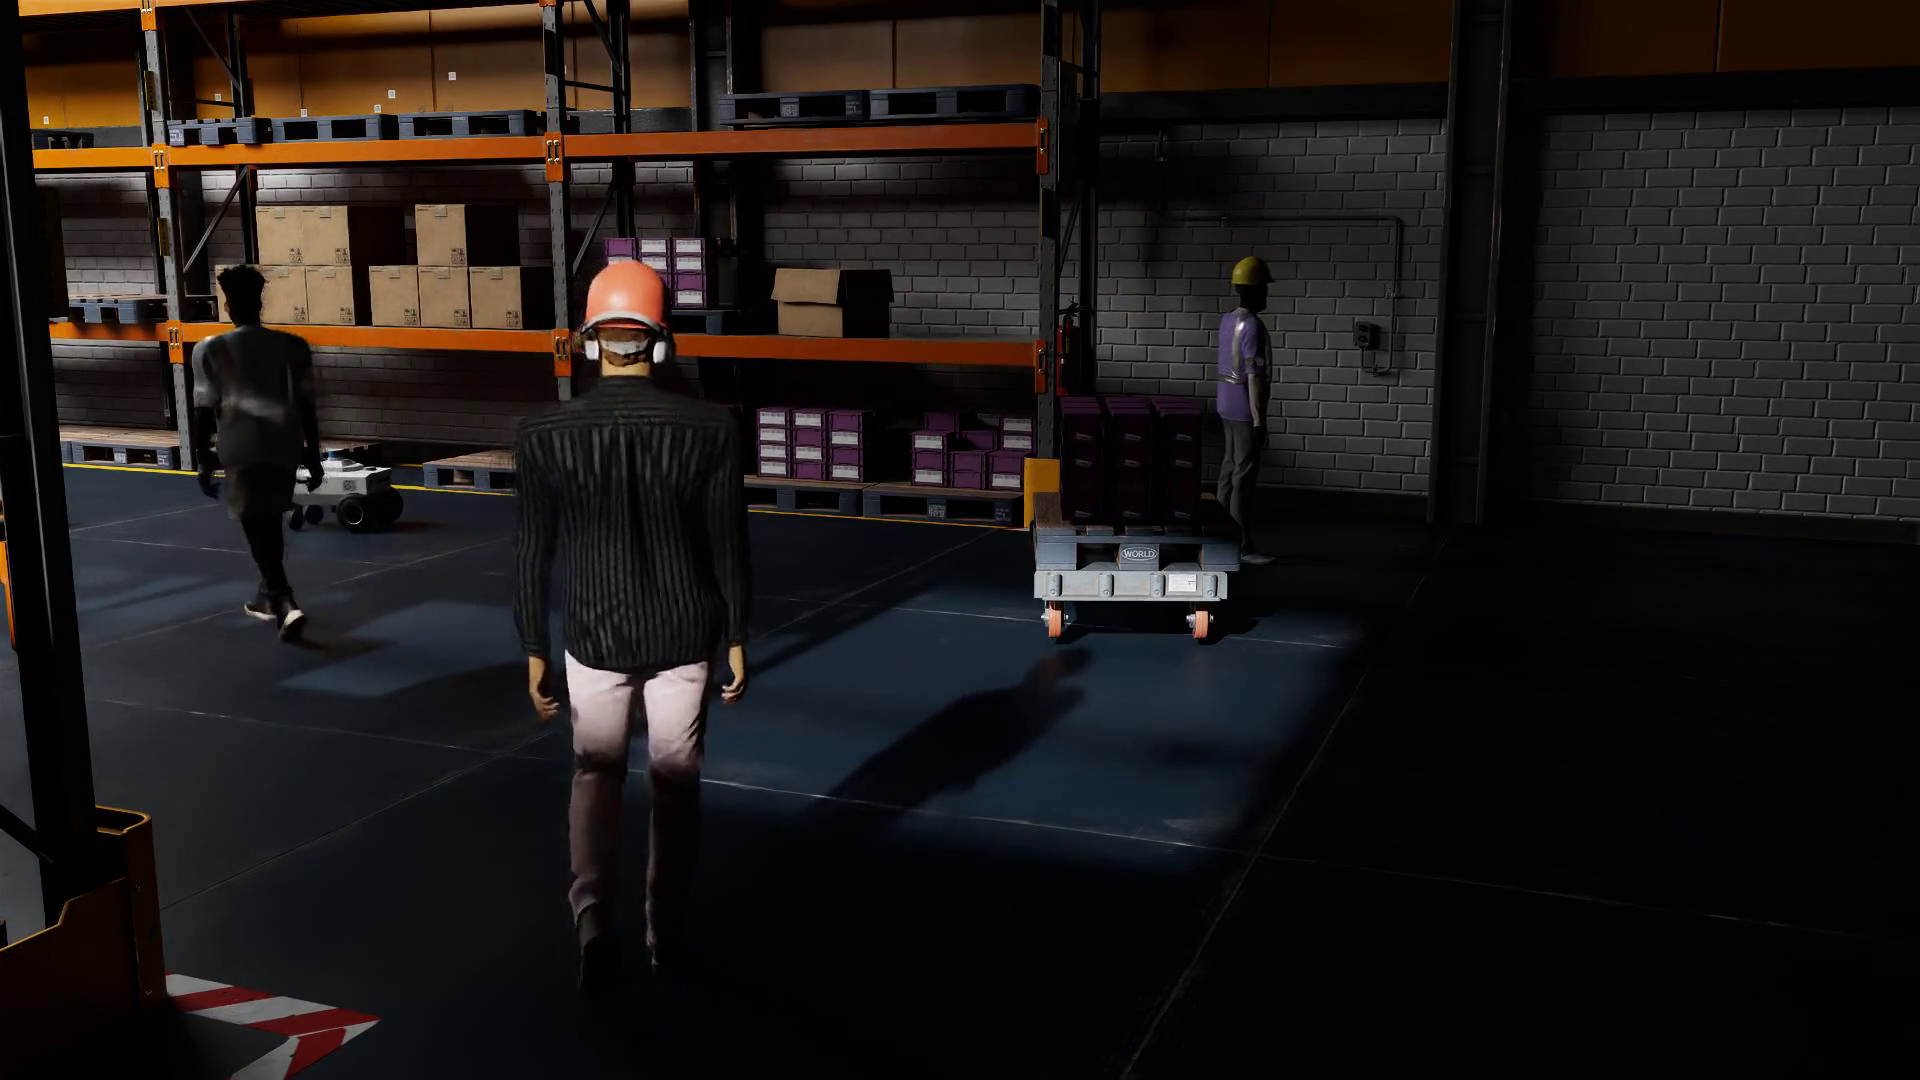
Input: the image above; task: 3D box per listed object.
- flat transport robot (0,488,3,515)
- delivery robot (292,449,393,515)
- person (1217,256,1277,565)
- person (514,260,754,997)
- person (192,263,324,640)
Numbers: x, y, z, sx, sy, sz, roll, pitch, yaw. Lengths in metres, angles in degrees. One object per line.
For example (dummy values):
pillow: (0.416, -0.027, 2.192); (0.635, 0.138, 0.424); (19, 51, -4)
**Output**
flat transport robot: (-7.048, -0.266, 12.072); (0.652, 0.197, 1.431); (-7, 12, -34)
delivery robot: (-4.410, -0.403, 11.784); (0.707, 0.478, 0.477); (2, 10, 8)
person: (1.811, -0.811, 10.483); (0.365, 1.928, 0.594); (-2, 10, -10)
person: (-0.850, 0.260, 4.394); (0.619, 1.976, 0.643); (-1, 10, -7)
person: (-3.605, -0.461, 8.593); (0.606, 1.924, 0.975); (-9, 14, -42)
